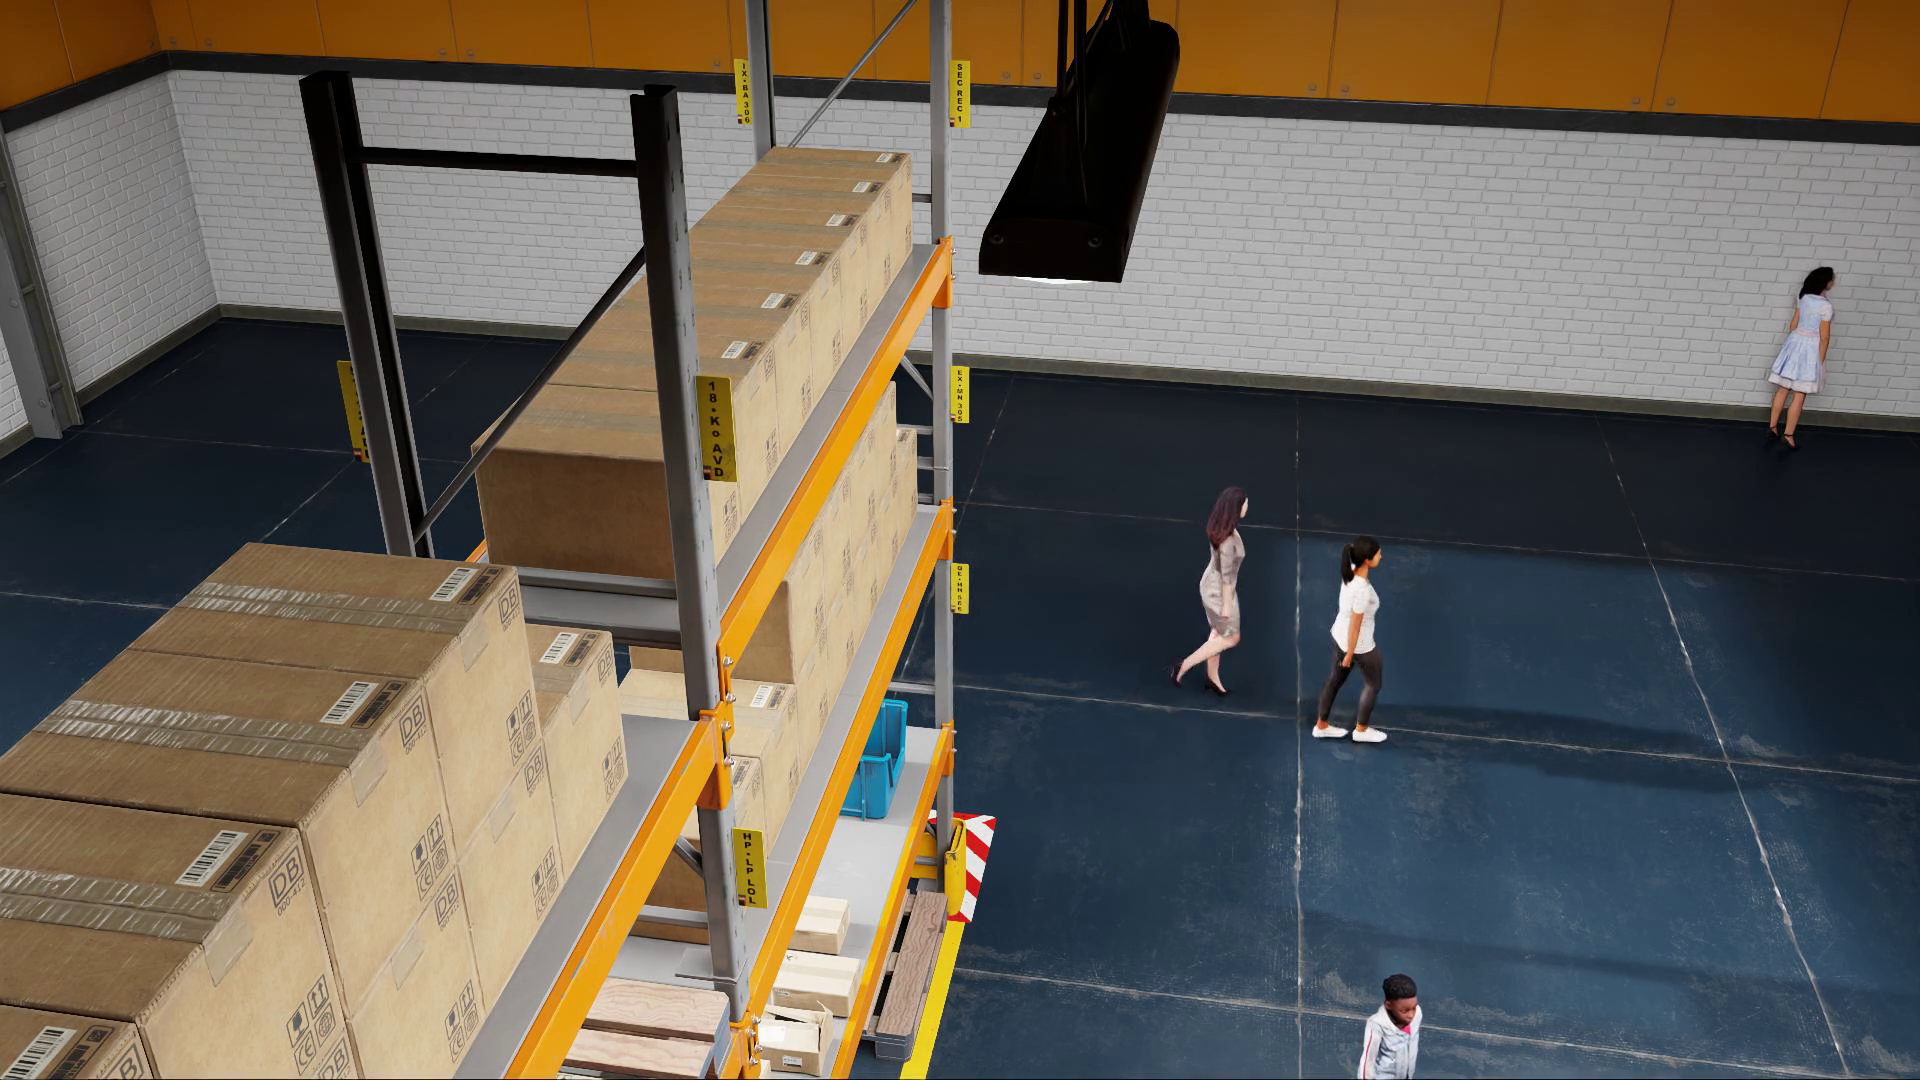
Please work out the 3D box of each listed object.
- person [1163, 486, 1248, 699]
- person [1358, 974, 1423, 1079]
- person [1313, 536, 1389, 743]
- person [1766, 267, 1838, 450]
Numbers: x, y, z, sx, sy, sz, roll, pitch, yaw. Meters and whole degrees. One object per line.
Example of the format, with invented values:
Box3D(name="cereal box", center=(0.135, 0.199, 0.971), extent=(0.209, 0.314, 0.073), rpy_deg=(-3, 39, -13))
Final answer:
Box3D(name="person", center=(1.807, 0.460, 12.126), extent=(0.800, 1.632, 0.812), rpy_deg=(-2, 29, -4))
Box3D(name="person", center=(2.168, 2.687, 8.433), extent=(0.556, 1.258, 0.604), rpy_deg=(-12, 31, -21))
Box3D(name="person", center=(2.674, 0.717, 11.663), extent=(0.752, 1.624, 0.750), rpy_deg=(-3, 29, -6))
Box3D(name="person", center=(8.106, -1.753, 15.993), extent=(0.897, 1.813, 0.820), rpy_deg=(-9, 30, -16))
